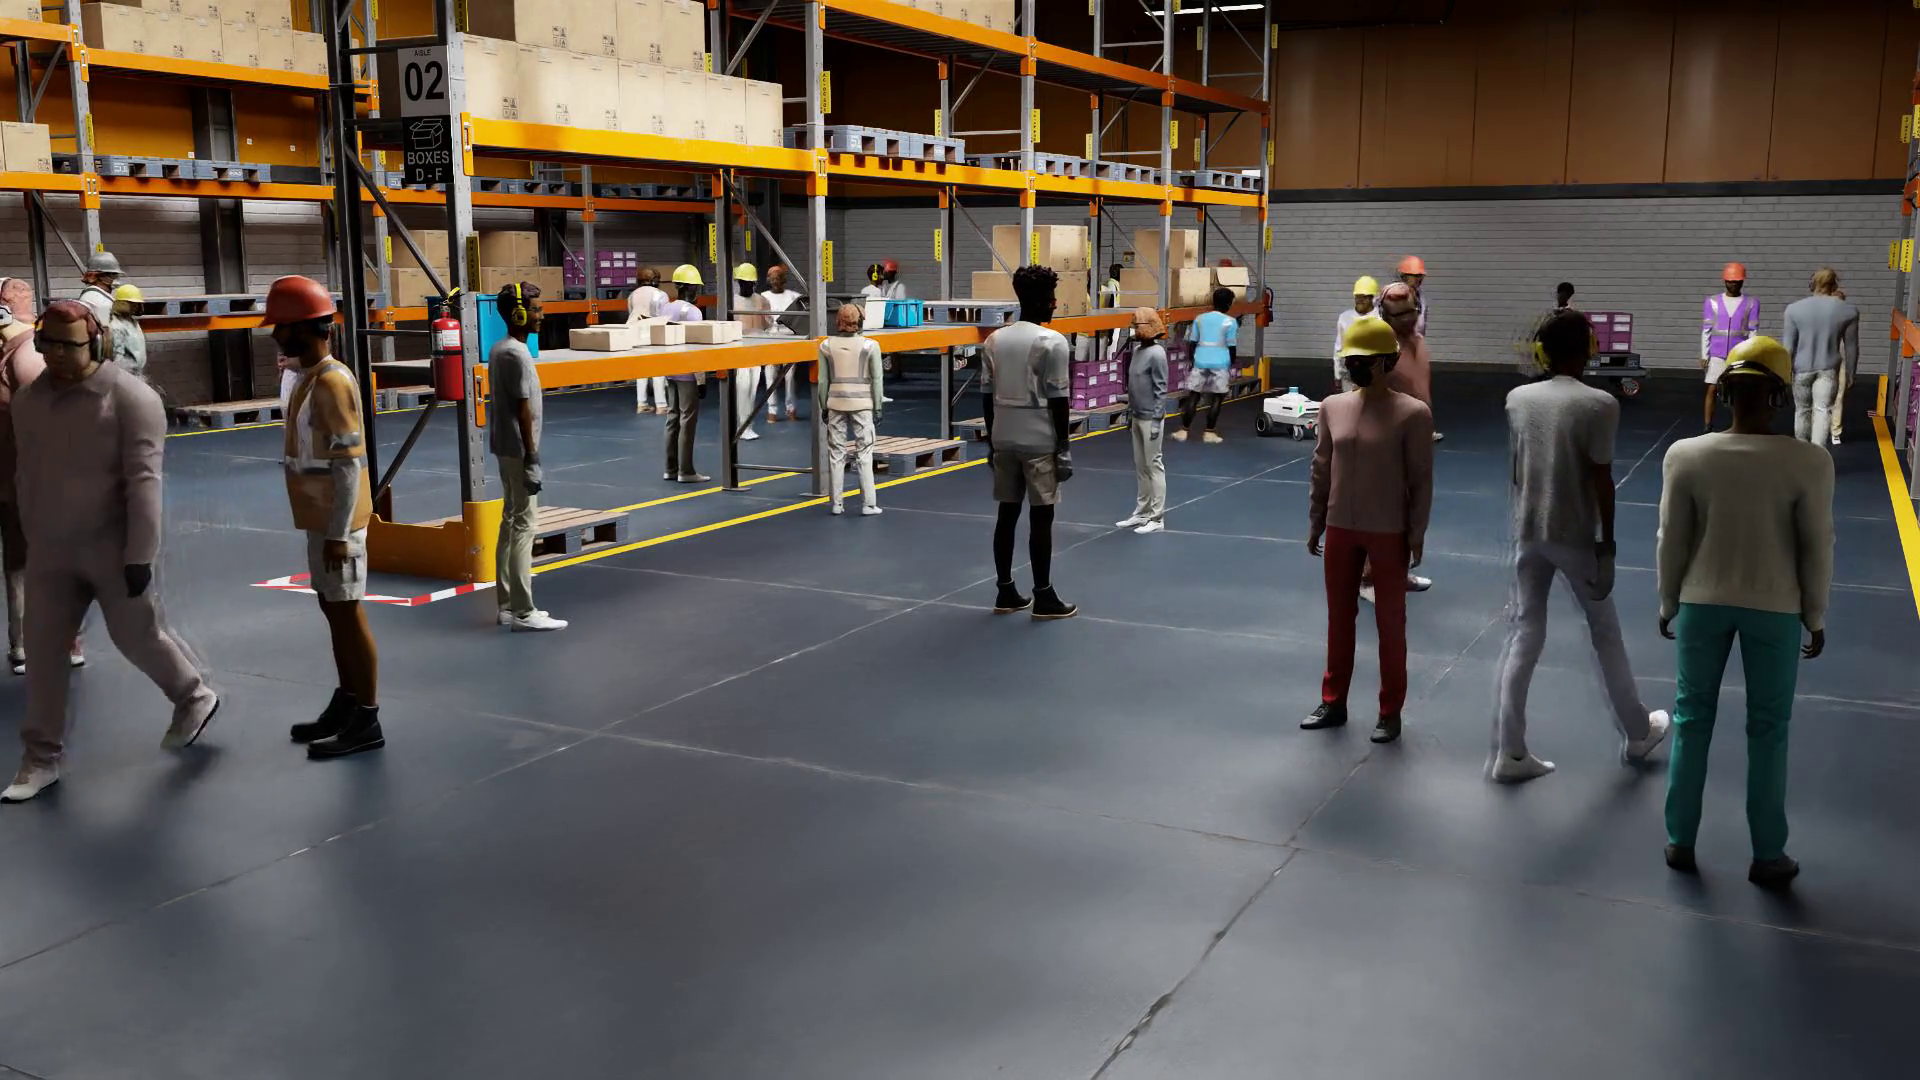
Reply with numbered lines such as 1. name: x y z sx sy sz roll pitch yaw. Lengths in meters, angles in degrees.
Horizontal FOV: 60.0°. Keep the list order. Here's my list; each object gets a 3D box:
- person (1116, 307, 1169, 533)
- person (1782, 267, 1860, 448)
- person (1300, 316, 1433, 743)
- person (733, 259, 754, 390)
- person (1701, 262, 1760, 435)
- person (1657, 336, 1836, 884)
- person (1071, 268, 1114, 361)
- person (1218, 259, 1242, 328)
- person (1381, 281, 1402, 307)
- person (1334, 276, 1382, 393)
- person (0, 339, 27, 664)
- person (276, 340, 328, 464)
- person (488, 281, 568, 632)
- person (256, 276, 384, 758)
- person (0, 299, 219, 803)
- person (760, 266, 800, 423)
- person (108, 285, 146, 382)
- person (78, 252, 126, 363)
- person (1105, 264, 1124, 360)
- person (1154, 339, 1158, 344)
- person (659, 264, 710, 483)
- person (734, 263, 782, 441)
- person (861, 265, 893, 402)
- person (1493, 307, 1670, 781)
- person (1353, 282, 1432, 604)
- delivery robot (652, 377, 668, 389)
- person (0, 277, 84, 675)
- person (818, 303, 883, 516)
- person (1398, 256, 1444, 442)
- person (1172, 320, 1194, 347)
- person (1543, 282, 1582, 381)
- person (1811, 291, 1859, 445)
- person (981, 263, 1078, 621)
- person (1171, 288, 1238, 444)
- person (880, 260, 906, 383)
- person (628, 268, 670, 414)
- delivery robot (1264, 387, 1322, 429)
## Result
1. person: 1.342 -0.866 12.065 0.281 1.634 0.498 -3 10 -16
2. person: 7.927 -1.568 15.370 0.643 1.905 0.967 5 11 26
3. person: 1.685 -0.043 6.919 0.535 1.767 0.316 8 13 39
4. person: -3.241 -3.178 24.574 0.351 1.936 0.634 -7 12 -33
5. person: 8.181 -1.985 17.715 0.546 1.924 0.419 5 11 27
6. person: 2.528 0.226 5.387 0.523 1.760 0.329 7 12 35
7. person: 1.822 -2.839 22.932 0.622 1.835 0.430 -1 10 -3
8. person: 4.434 -3.777 28.101 0.567 1.907 0.776 -8 12 -38
9. person: 6.060 -2.774 23.113 0.508 1.631 0.265 7 12 34
10. person: 3.866 -1.615 15.908 0.595 1.811 0.772 8 13 39
11. person: -4.734 -0.191 8.205 0.538 1.610 0.426 -8 13 -39
12. person: -6.318 -1.590 15.916 0.544 1.736 0.743 1 10 4
13. person: -2.356 -0.444 8.942 0.327 1.871 0.514 -6 11 -29
14. person: -2.571 -0.087 6.700 0.382 1.930 0.547 -6 11 -29
15. person: -3.303 0.001 6.409 0.651 1.861 0.901 2 10 10
16. person: -2.157 -2.338 19.956 0.599 1.867 0.658 0 10 -2
17. person: -7.387 -1.401 14.850 0.319 1.740 0.488 -1 10 -6
18. person: -7.809 -1.632 15.322 0.535 2.000 0.688 -6 11 -29
19. person: 2.620 -3.710 27.933 0.429 1.844 0.626 2 10 11
20. person: 2.937 -3.187 24.784 0.339 1.879 0.586 -4 11 -24
21. person: -2.417 -1.464 14.704 0.394 1.919 0.589 -8 13 -40
22. person: -2.229 -2.022 17.977 0.599 1.905 0.713 -7 12 -36
23. person: -1.163 -2.804 22.625 0.333 1.864 0.520 -7 12 -33
24. person: 2.402 0.007 6.512 0.915 1.811 0.539 -8 13 -38
25. person: 2.506 -0.541 9.542 0.415 1.862 0.778 8 13 40
26. delivery robot: -4.122 -2.330 23.390 0.477 0.478 0.707 -4 10 -21
27. person: -4.514 -0.307 8.054 0.399 1.905 0.643 -6 11 -30
28. person: -0.841 -0.995 12.793 0.514 1.640 0.315 2 10 13
29. person: 4.813 -2.059 17.963 0.639 1.989 1.052 -5 11 -26
30. person: 3.337 -3.375 25.626 0.833 1.962 0.638 1 10 5
31. person: 7.449 -2.366 20.641 0.407 1.663 0.603 -6 11 -30
32. person: 9.202 -1.816 17.595 0.493 1.625 0.281 4 10 20
33. person: 0.381 -0.538 9.211 0.374 1.963 0.608 -10 14 -44
34. person: 2.616 -1.848 17.675 0.715 1.655 0.344 6 11 30
35. person: -1.118 -3.408 25.987 0.641 1.914 0.557 -7 12 -37
36. person: -3.872 -2.506 20.981 0.631 1.841 0.429 6 11 31
37. delivery robot: 3.635 -1.426 18.153 0.477 0.478 0.707 -5 11 -25
